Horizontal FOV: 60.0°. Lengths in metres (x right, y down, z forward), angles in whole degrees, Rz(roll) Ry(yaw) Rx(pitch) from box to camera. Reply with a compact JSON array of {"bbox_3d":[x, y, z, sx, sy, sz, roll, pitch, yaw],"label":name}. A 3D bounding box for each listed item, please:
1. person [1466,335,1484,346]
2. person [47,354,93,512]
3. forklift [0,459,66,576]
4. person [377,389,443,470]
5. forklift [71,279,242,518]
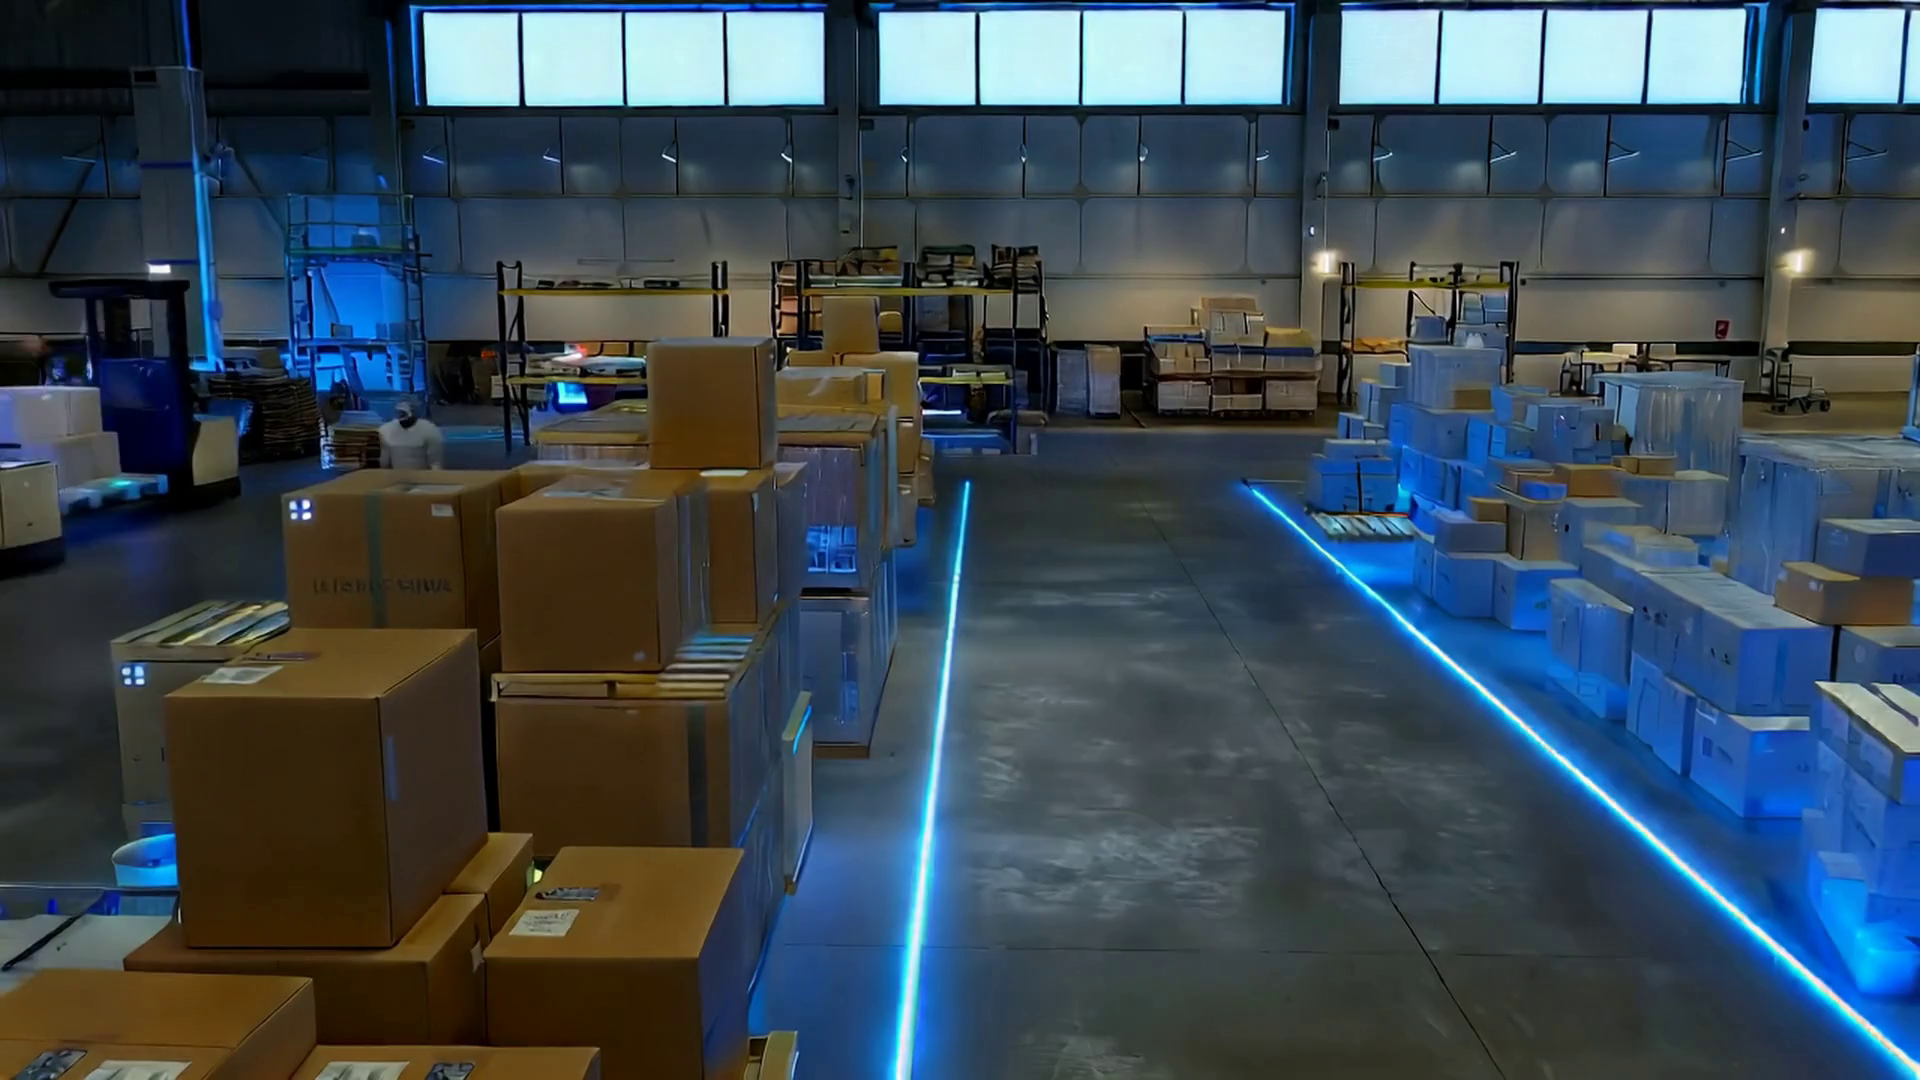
[{"bbox_3d":[8.031,-2.216,25.837,0.842,1.907,0.548,2,10,13],"label":"person"},{"bbox_3d":[-10.790,-1.293,20.252,0.631,1.930,0.399,1,10,8],"label":"person"},{"bbox_3d":[-9.905,-1.079,16.101,1.873,2.768,1.129,2,10,14],"label":"forklift"},{"bbox_3d":[-4.926,-0.372,14.750,0.662,1.910,0.832,2,10,10],"label":"person"},{"bbox_3d":[-9.826,-1.777,20.280,1.129,2.768,1.873,1,10,8],"label":"forklift"}]
